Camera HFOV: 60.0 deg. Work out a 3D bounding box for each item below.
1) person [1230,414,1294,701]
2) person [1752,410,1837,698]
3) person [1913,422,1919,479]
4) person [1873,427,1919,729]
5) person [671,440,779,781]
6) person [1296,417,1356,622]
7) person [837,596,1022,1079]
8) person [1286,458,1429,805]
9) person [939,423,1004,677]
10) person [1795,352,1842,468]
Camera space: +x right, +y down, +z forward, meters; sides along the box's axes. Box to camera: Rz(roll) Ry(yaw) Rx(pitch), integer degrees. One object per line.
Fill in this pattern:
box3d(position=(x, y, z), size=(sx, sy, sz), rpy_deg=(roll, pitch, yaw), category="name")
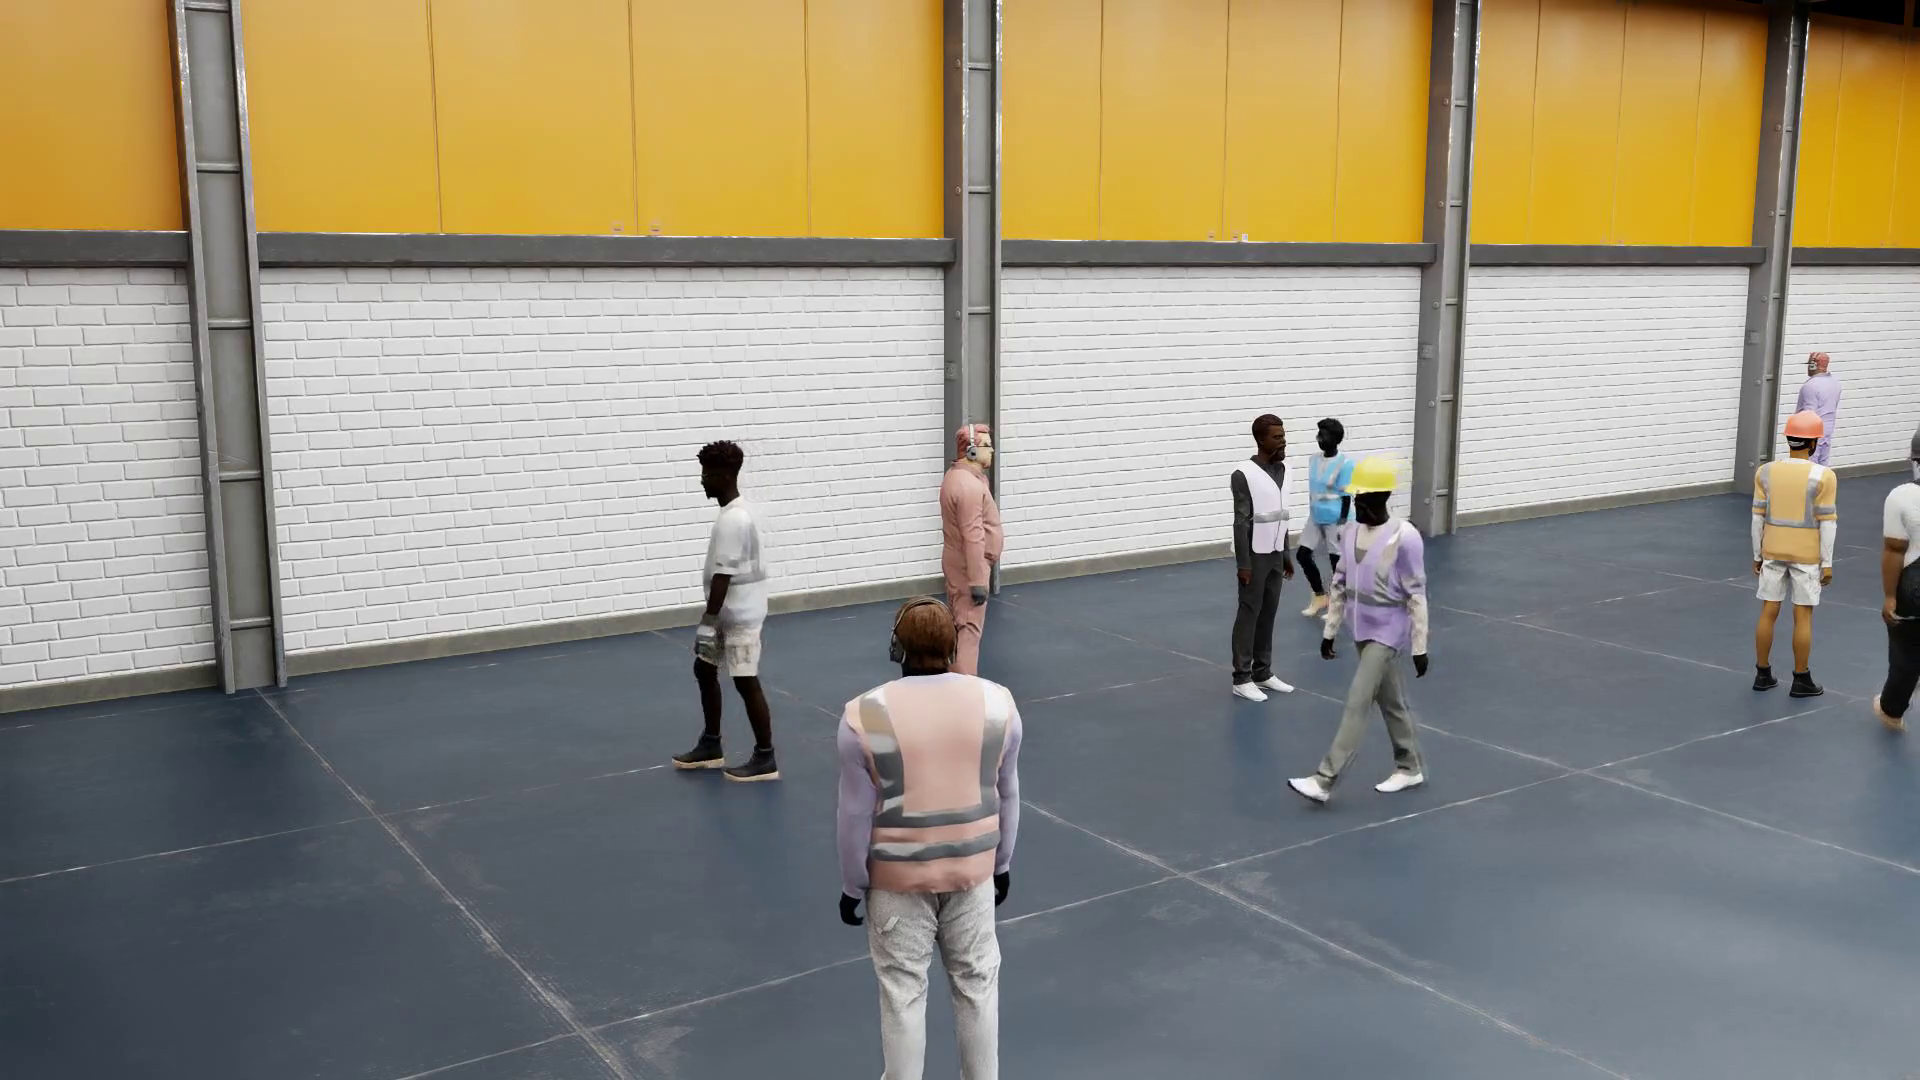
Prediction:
box3d(position=(2.038, 0.106, 11.230), size=(0.392, 1.922, 0.593), rpy_deg=(9, 13, 42), category="person")
box3d(position=(5.639, 0.093, 11.253), size=(0.359, 1.939, 0.542), rpy_deg=(-8, 12, -40), category="person")
box3d(position=(9.102, -0.525, 15.287), size=(0.622, 1.840, 0.430), rpy_deg=(5, 11, 27), category="person")
box3d(position=(5.873, 0.249, 10.004), size=(0.701, 2.000, 1.073), rpy_deg=(2, 10, 13), category="person")
box3d(position=(-1.375, 0.413, 9.336), size=(0.756, 1.940, 0.612), rpy_deg=(-1, 9, -7), category="person")
box3d(position=(2.978, -0.158, 13.524), size=(0.450, 1.681, 0.561), rpy_deg=(-5, 11, -29), category="person")
box3d(position=(-0.109, 1.095, 5.507), size=(0.623, 1.845, 0.430), rpy_deg=(-3, 10, -17), category="person")
box3d(position=(2.167, 0.497, 8.982), size=(0.986, 1.875, 0.613), rpy_deg=(-4, 10, -22), category="person")
box3d(position=(0.082, 0.206, 10.666), size=(0.401, 1.910, 0.641), rpy_deg=(-1, 10, -9), category="person")
box3d(position=(9.892, -1.225, 19.296), size=(0.651, 1.906, 0.403), rpy_deg=(-7, 11, -35), category="person")
